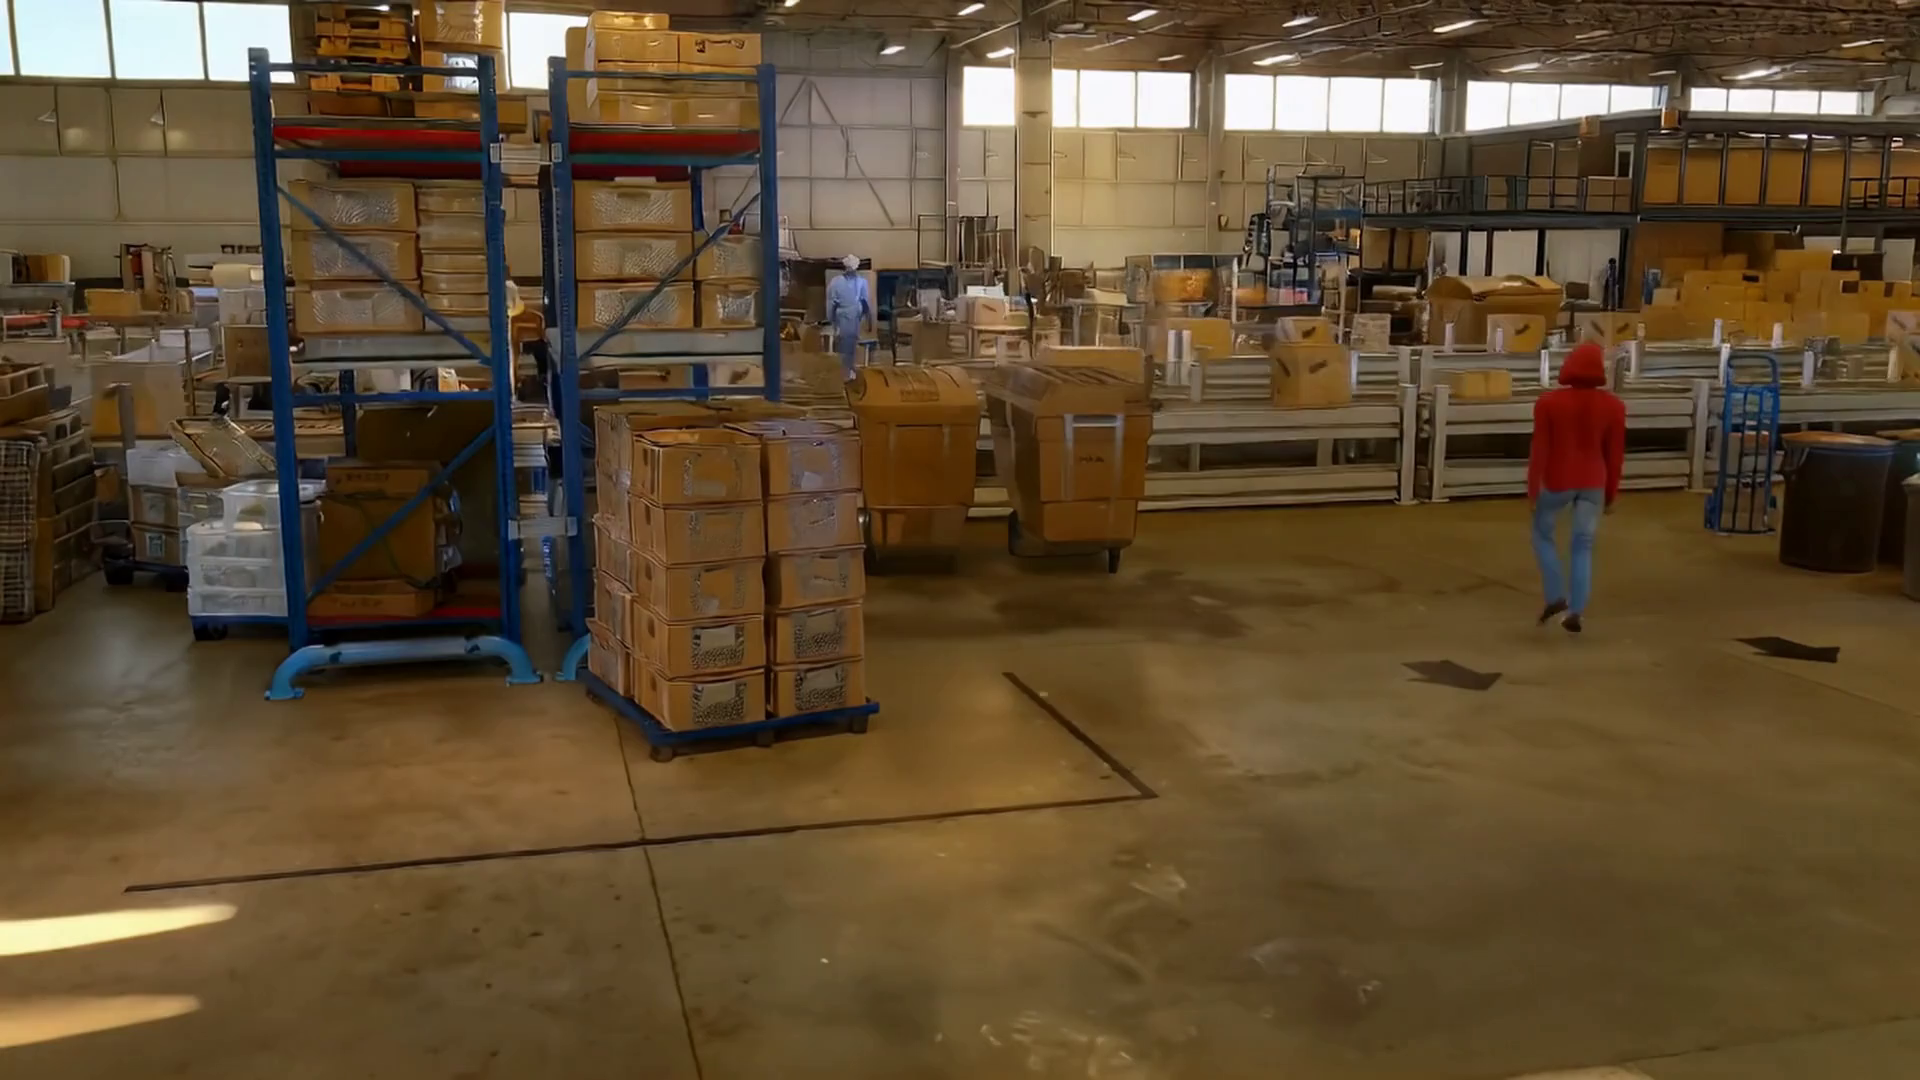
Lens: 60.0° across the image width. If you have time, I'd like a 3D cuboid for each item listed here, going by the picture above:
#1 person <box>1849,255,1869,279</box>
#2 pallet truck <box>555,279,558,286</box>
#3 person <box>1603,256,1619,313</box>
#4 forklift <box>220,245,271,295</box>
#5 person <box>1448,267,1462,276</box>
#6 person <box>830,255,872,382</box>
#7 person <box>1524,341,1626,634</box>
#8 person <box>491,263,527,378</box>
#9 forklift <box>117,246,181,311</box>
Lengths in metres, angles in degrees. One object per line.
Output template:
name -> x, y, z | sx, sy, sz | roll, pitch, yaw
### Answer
person -> 24.384, -6.810, 45.236 | 0.588, 1.920, 0.392 | -3, 10, -17
pallet truck -> -10.604, -6.375, 44.520 | 0.653, 1.274, 1.630 | -3, 10, -15
person -> 19.188, -7.405, 48.882 | 0.525, 1.825, 0.687 | -3, 10, -17
forklift -> -17.749, -6.334, 41.440 | 1.157, 1.987, 2.680 | -3, 10, -17
person -> 8.124, -3.614, 27.543 | 0.609, 1.785, 0.963 | 8, 13, 37
person -> -1.654, -3.390, 25.674 | 0.632, 1.994, 0.955 | -5, 11, -27
person -> 3.365, -0.286, 9.153 | 0.525, 1.613, 0.366 | 0, 10, 2
person -> -7.139, -3.428, 26.241 | 0.643, 1.859, 0.909 | 6, 12, 30
forklift -> -19.966, -6.232, 40.894 | 1.157, 1.987, 2.680 | -3, 10, -15
